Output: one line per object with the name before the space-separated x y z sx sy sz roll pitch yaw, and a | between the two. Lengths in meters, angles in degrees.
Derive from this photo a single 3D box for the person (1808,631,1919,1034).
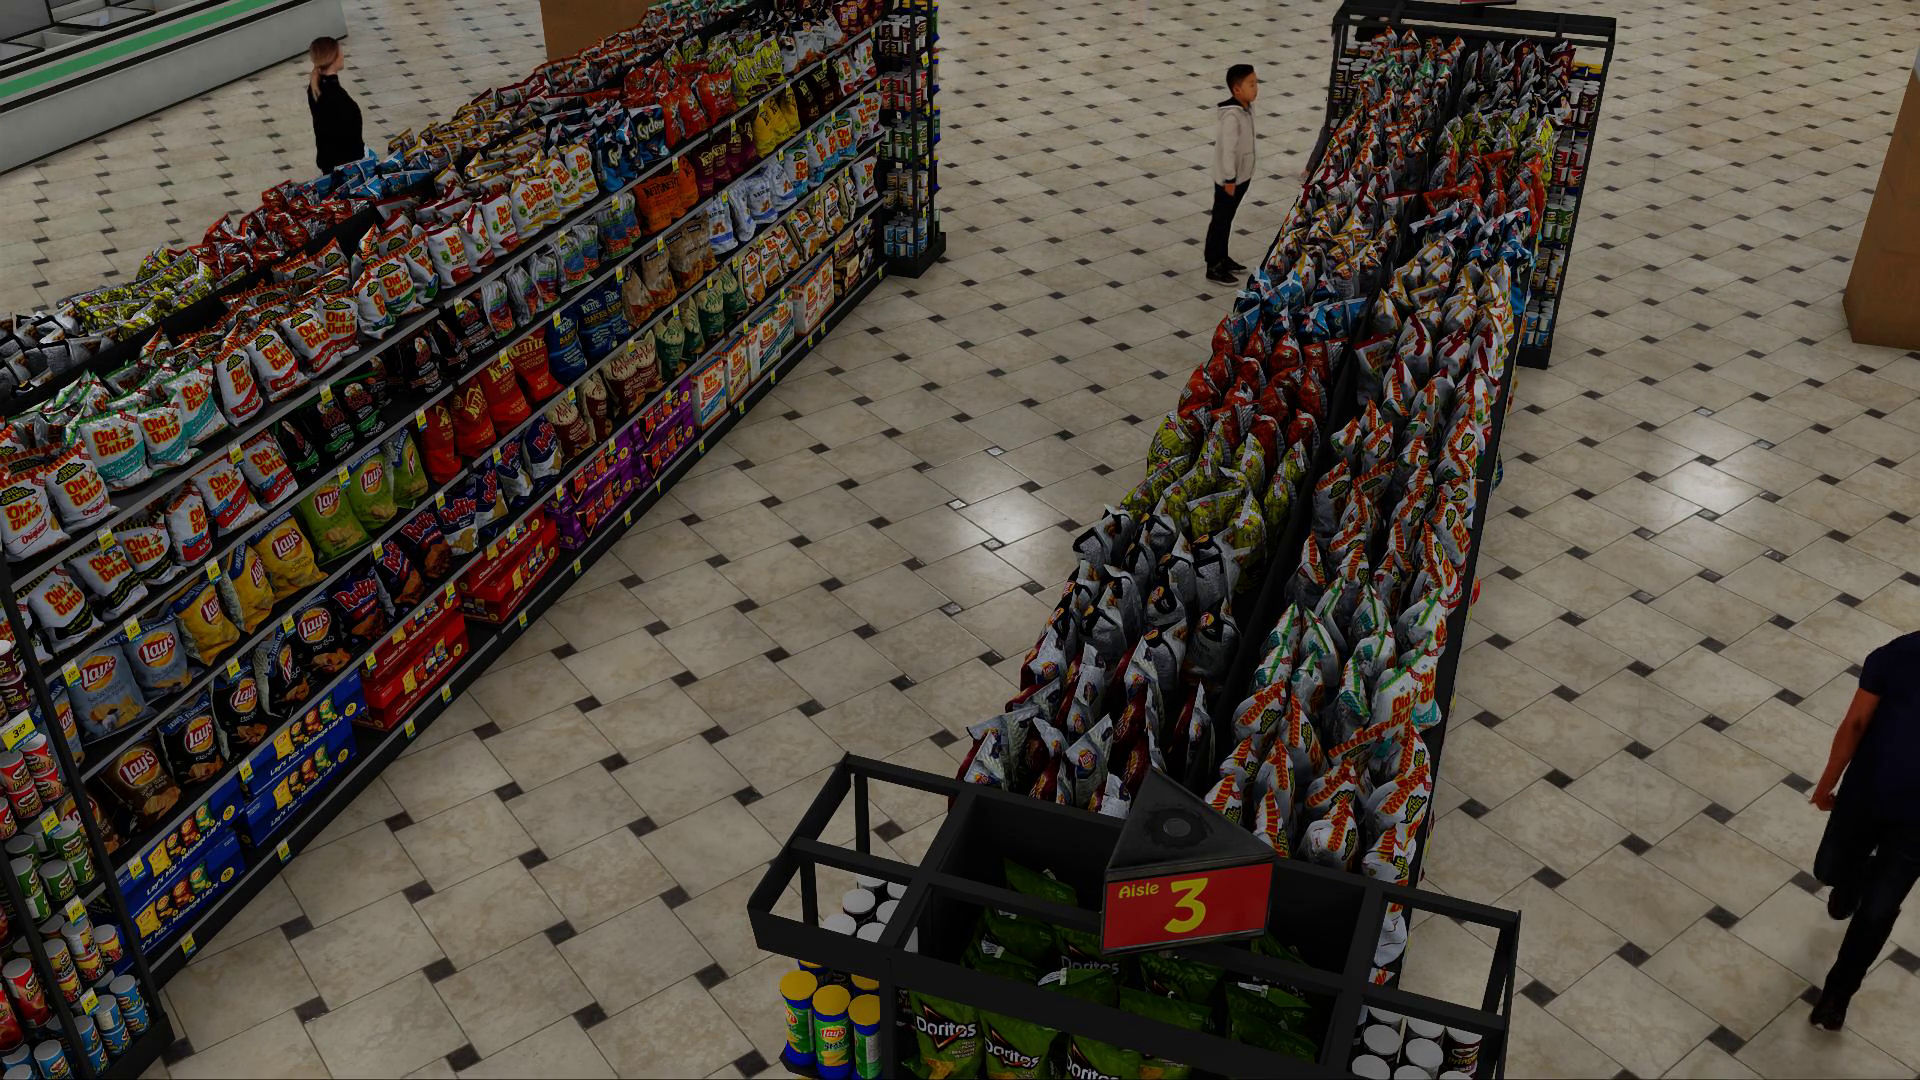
person | 3.158 0.820 5.533 0.862 1.774 1.054 25 40 34

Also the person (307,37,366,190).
person | -3.933 -2.242 10.494 0.856 1.731 1.185 26 40 35

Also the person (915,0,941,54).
person | -0.370 -5.505 15.820 0.788 1.645 0.646 -4 32 -7

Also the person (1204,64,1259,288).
person | 1.802 -2.445 11.083 0.653 1.455 0.473 14 35 21
